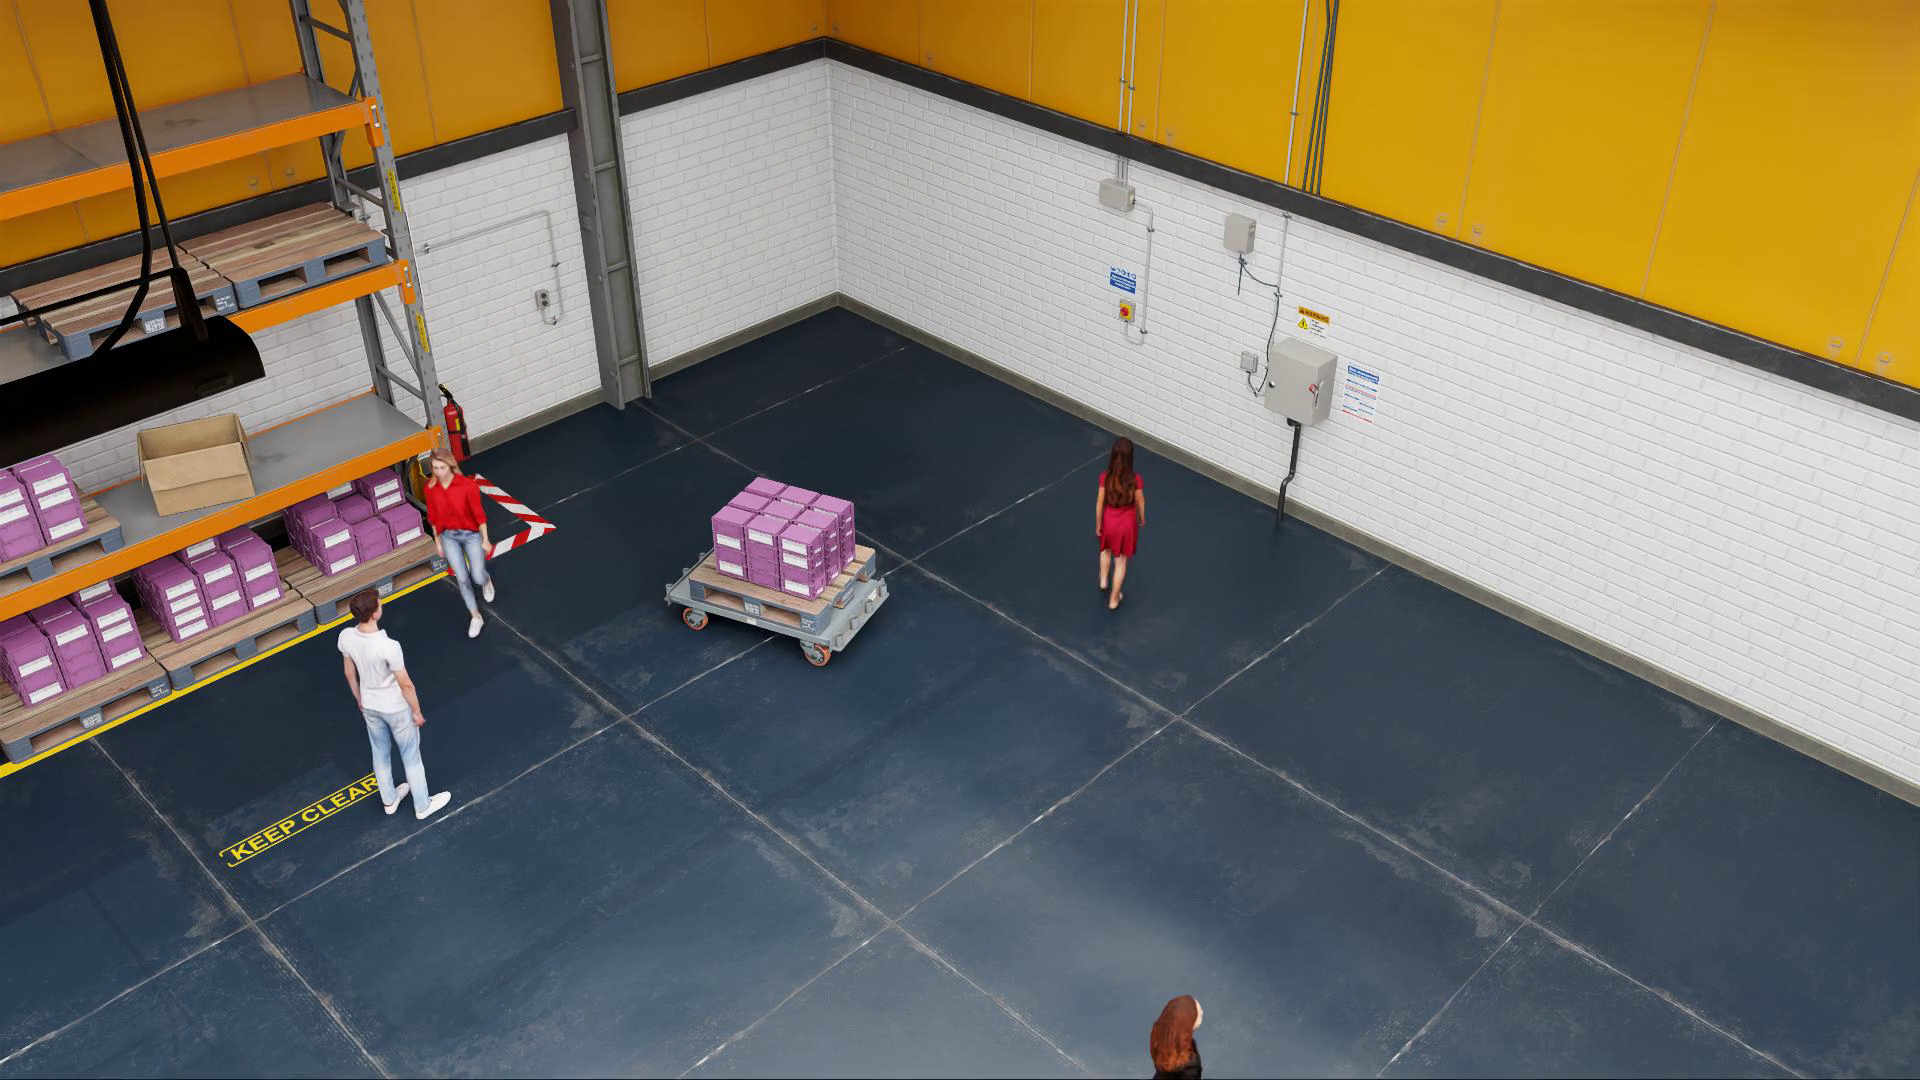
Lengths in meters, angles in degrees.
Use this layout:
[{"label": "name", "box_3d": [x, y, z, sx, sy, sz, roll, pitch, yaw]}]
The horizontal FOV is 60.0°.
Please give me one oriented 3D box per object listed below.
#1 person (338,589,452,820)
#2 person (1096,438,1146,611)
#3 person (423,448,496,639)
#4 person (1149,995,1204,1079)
[{"label": "person", "box_3d": [-3.947, 1.136, 11.443, 0.731, 1.850, 0.701, 11, 35, 16]}, {"label": "person", "box_3d": [1.295, -0.103, 13.588, 0.757, 1.539, 0.854, 7, 34, 11]}, {"label": "person", "box_3d": [-3.980, -0.045, 13.359, 0.882, 1.695, 0.942, 0, 34, 0]}, {"label": "person", "box_3d": [1.089, 3.015, 8.978, 1.050, 1.449, 0.776, -15, 36, -21]}]
